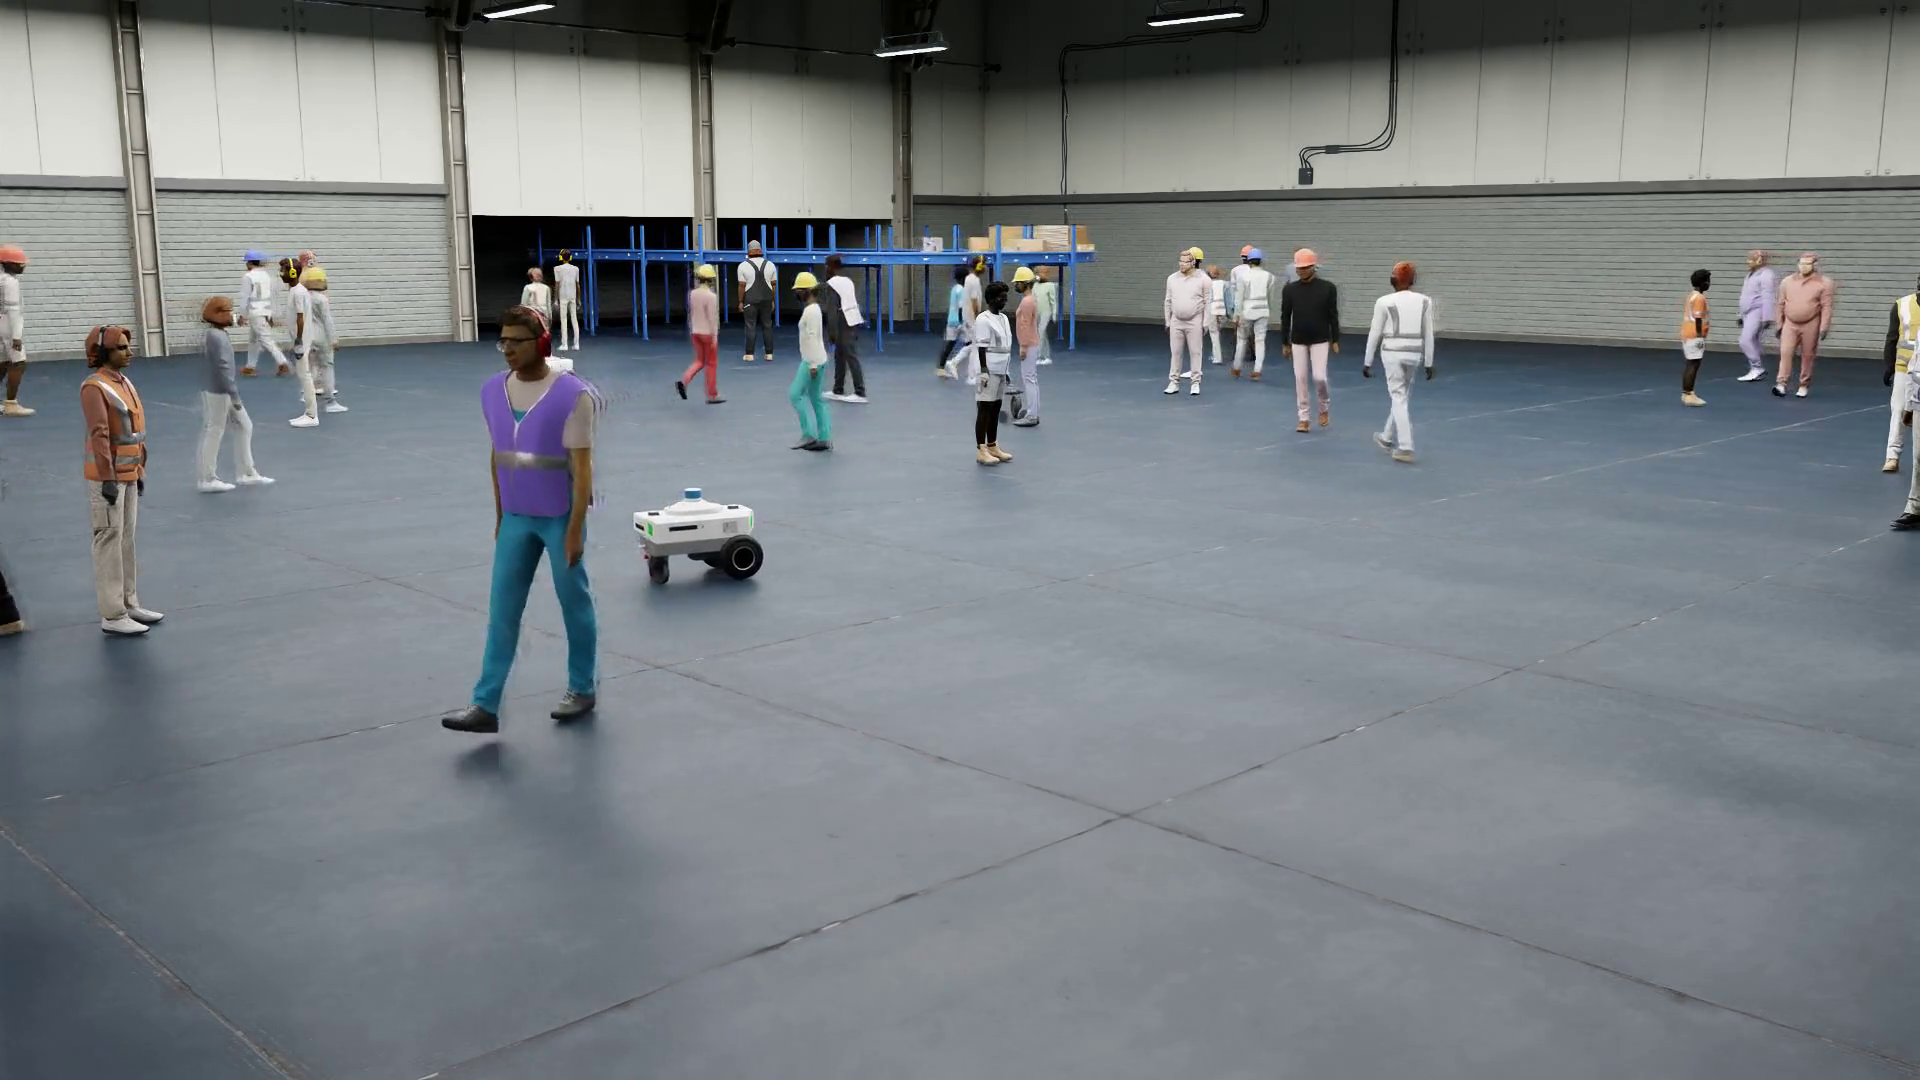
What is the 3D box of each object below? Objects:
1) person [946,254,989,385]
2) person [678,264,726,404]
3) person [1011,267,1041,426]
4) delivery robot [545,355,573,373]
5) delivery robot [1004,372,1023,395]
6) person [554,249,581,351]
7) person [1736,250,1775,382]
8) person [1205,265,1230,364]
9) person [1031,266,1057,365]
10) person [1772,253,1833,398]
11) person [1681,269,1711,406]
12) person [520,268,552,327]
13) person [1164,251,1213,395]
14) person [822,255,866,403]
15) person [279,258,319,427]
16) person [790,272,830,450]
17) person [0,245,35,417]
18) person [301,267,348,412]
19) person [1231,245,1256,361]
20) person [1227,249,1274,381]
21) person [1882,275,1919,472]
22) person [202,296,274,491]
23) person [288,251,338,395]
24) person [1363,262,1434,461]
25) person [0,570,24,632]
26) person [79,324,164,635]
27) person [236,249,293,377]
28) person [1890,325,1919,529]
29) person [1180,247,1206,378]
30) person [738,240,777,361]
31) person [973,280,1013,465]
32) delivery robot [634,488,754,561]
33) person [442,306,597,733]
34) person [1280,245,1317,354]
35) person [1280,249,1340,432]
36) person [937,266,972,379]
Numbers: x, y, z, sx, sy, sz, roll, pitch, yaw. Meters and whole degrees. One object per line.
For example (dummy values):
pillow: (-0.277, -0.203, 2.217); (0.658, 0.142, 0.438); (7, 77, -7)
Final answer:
person: (0.142, -3.127, 23.628); (0.554, 1.840, 0.562); (-2, 11, -11)
person: (-3.244, -2.585, 20.893); (0.538, 1.750, 0.578); (10, 14, 44)
person: (0.731, -2.157, 18.568); (0.335, 1.757, 0.517); (1, 10, 6)
delivery robot: (-5.726, -2.386, 22.954); (0.707, 0.478, 0.477); (-6, 12, -30)
delivery robot: (0.509, -1.818, 19.150); (0.335, 0.223, 0.698); (-2, 11, -12)
person: (-7.265, -4.440, 30.754); (0.515, 1.861, 0.312); (-8, 13, -38)
person: (11.489, -3.240, 24.103); (0.448, 1.893, 0.642); (1, 10, 7)
person: (4.151, -3.719, 27.455); (0.531, 1.605, 0.738); (-4, 11, -22)
person: (1.260, -3.642, 27.069); (0.517, 1.595, 0.784); (9, 14, 41)
person: (10.902, -2.766, 21.578); (0.679, 1.860, 0.951); (8, 13, 38)
person: (9.201, -2.534, 20.799); (0.323, 1.695, 0.542); (3, 11, 18)
person: (-6.749, -3.519, 26.439); (0.865, 1.593, 0.514); (6, 12, 30)
person: (3.025, -2.894, 22.185); (0.642, 1.905, 0.399); (5, 11, 25)
person: (-1.489, -2.710, 21.324); (0.699, 1.864, 0.593); (3, 11, 18)
person: (-7.379, -2.207, 18.564); (0.325, 1.863, 0.513); (-4, 11, -22)
person: (-1.525, -1.746, 16.340); (0.529, 1.747, 0.543); (0, 10, -2)
person: (-11.181, -2.451, 19.535); (0.607, 2.004, 0.662); (-10, 14, -43)
person: (-7.646, -2.402, 19.954); (0.505, 1.738, 0.413); (9, 14, 41)
person: (4.853, -4.012, 28.188); (0.545, 1.938, 0.362); (7, 12, 33)
person: (4.286, -3.317, 24.471); (0.638, 1.902, 0.911); (-2, 11, -12)
person: (8.586, -1.514, 14.828); (0.635, 1.842, 0.429); (5, 12, 27)
person: (-6.027, -1.216, 13.823); (0.680, 1.603, 0.521); (-4, 11, -22)
person: (-8.635, -2.891, 22.176); (0.639, 1.903, 0.407); (8, 13, 39)
person: (4.138, -1.716, 15.904); (0.611, 1.843, 0.925); (-3, 11, -15)
person: (-5.347, -0.377, 8.447); (0.645, 1.897, 1.032); (9, 13, 39)
person: (-4.515, -0.329, 8.911); (0.313, 1.642, 0.513); (-2, 11, -9)
person: (-10.442, -3.386, 24.866); (0.958, 1.915, 0.605); (1, 10, 7)
person: (6.979, -0.956, 11.812); (0.404, 1.830, 0.601); (-5, 12, -26)
person: (3.489, -3.383, 24.777); (0.353, 1.930, 0.591); (3, 11, 18)
person: (-3.472, -4.059, 28.278); (0.680, 2.000, 0.537); (-5, 11, -24)
person: (0.311, -1.561, 15.489); (0.319, 1.693, 0.532); (5, 12, 26)
delivery robot: (-1.662, -0.080, 10.378); (0.707, 0.478, 0.477); (-5, 12, -27)
person: (-1.839, -0.066, 7.014); (0.598, 1.801, 0.908); (4, 11, 23)
person: (6.068, -4.316, 29.890); (0.433, 1.927, 0.643); (-10, 14, -43)
person: (3.757, -2.145, 17.927); (0.637, 1.965, 0.545); (5, 12, 27)
person: (0.044, -3.211, 24.581); (0.859, 1.646, 0.537); (-4, 11, -19)
